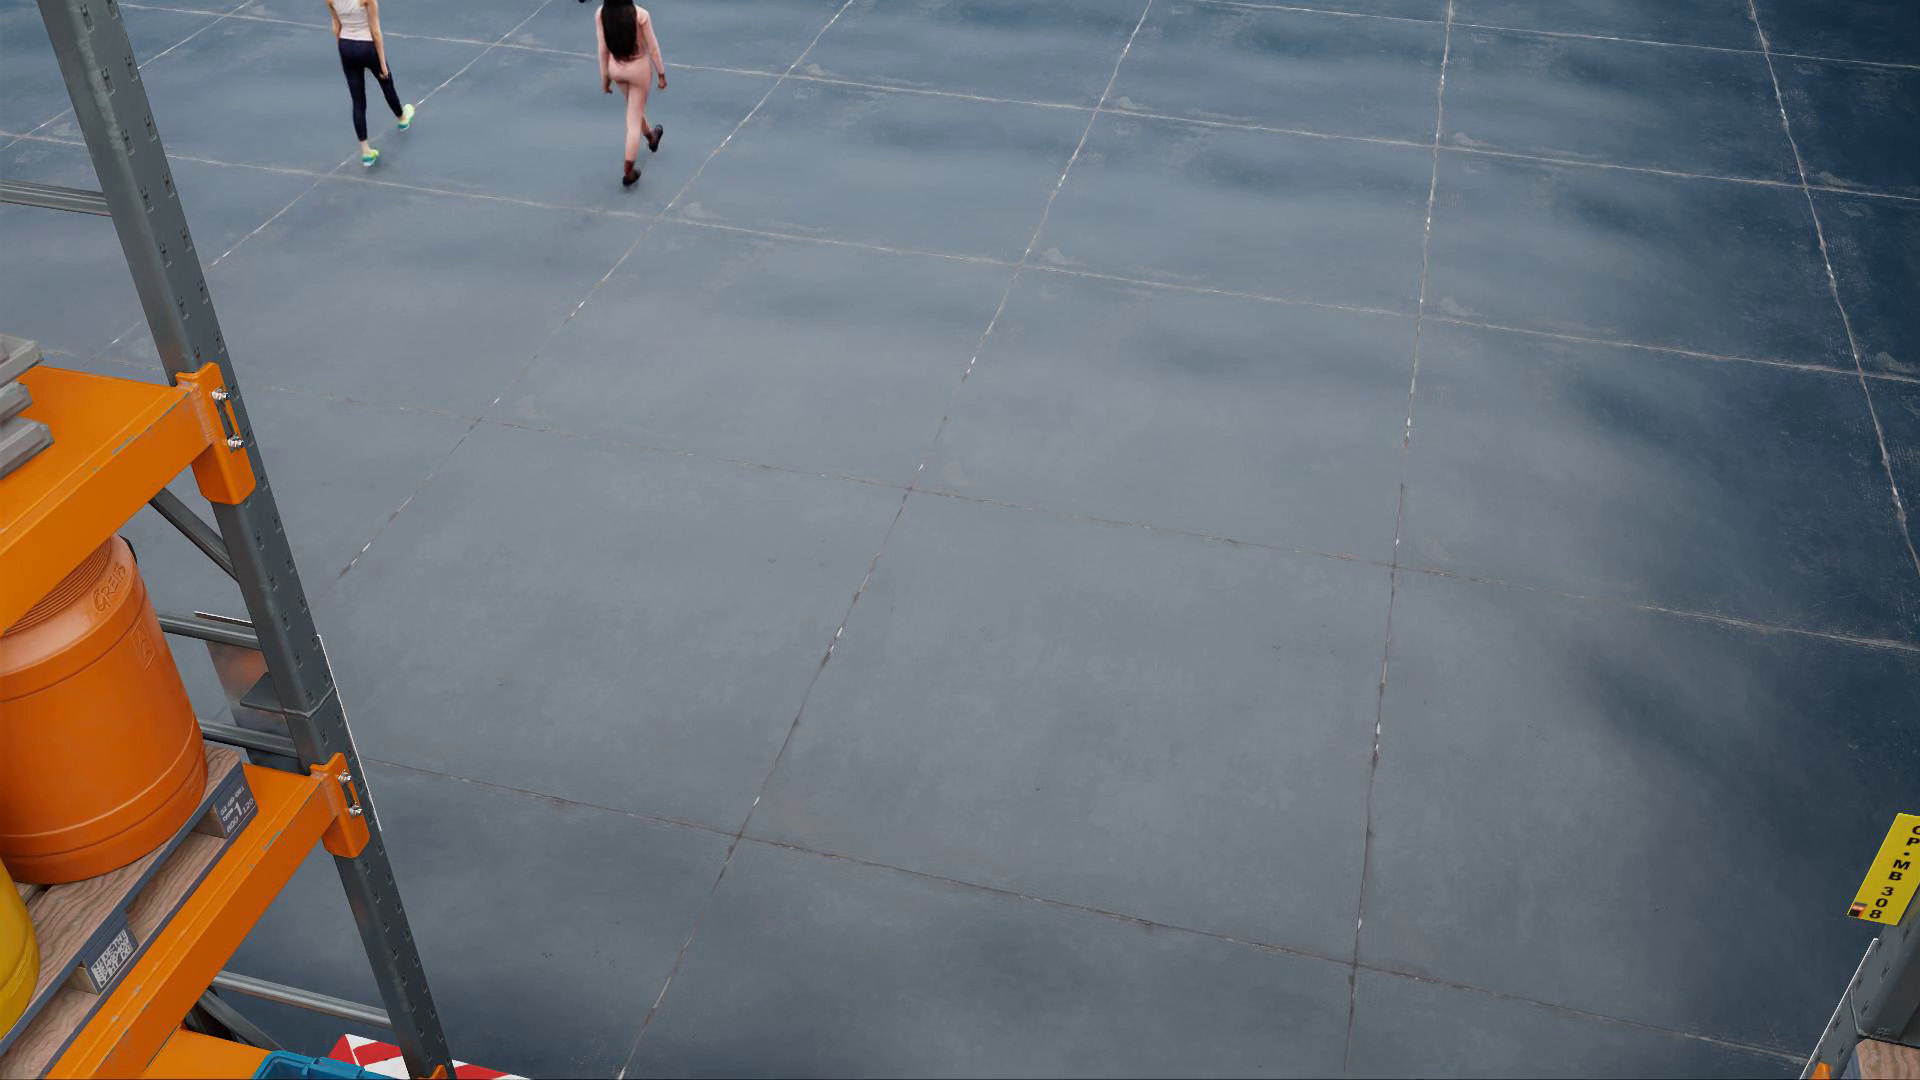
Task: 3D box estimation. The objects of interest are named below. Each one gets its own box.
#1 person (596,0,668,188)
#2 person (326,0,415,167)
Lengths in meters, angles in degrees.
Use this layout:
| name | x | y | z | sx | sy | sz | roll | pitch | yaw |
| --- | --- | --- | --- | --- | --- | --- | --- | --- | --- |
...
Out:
| name | x | y | z | sx | sy | sz | roll | pitch | yaw |
| --- | --- | --- | --- | --- | --- | --- | --- | --- | --- |
| person | -2.682 | -3.676 | 13.411 | 0.629 | 1.675 | 1.089 | 10 | 39 | 12 |
| person | -4.967 | -3.916 | 13.735 | 0.781 | 1.655 | 1.223 | 3 | 38 | 3 |
